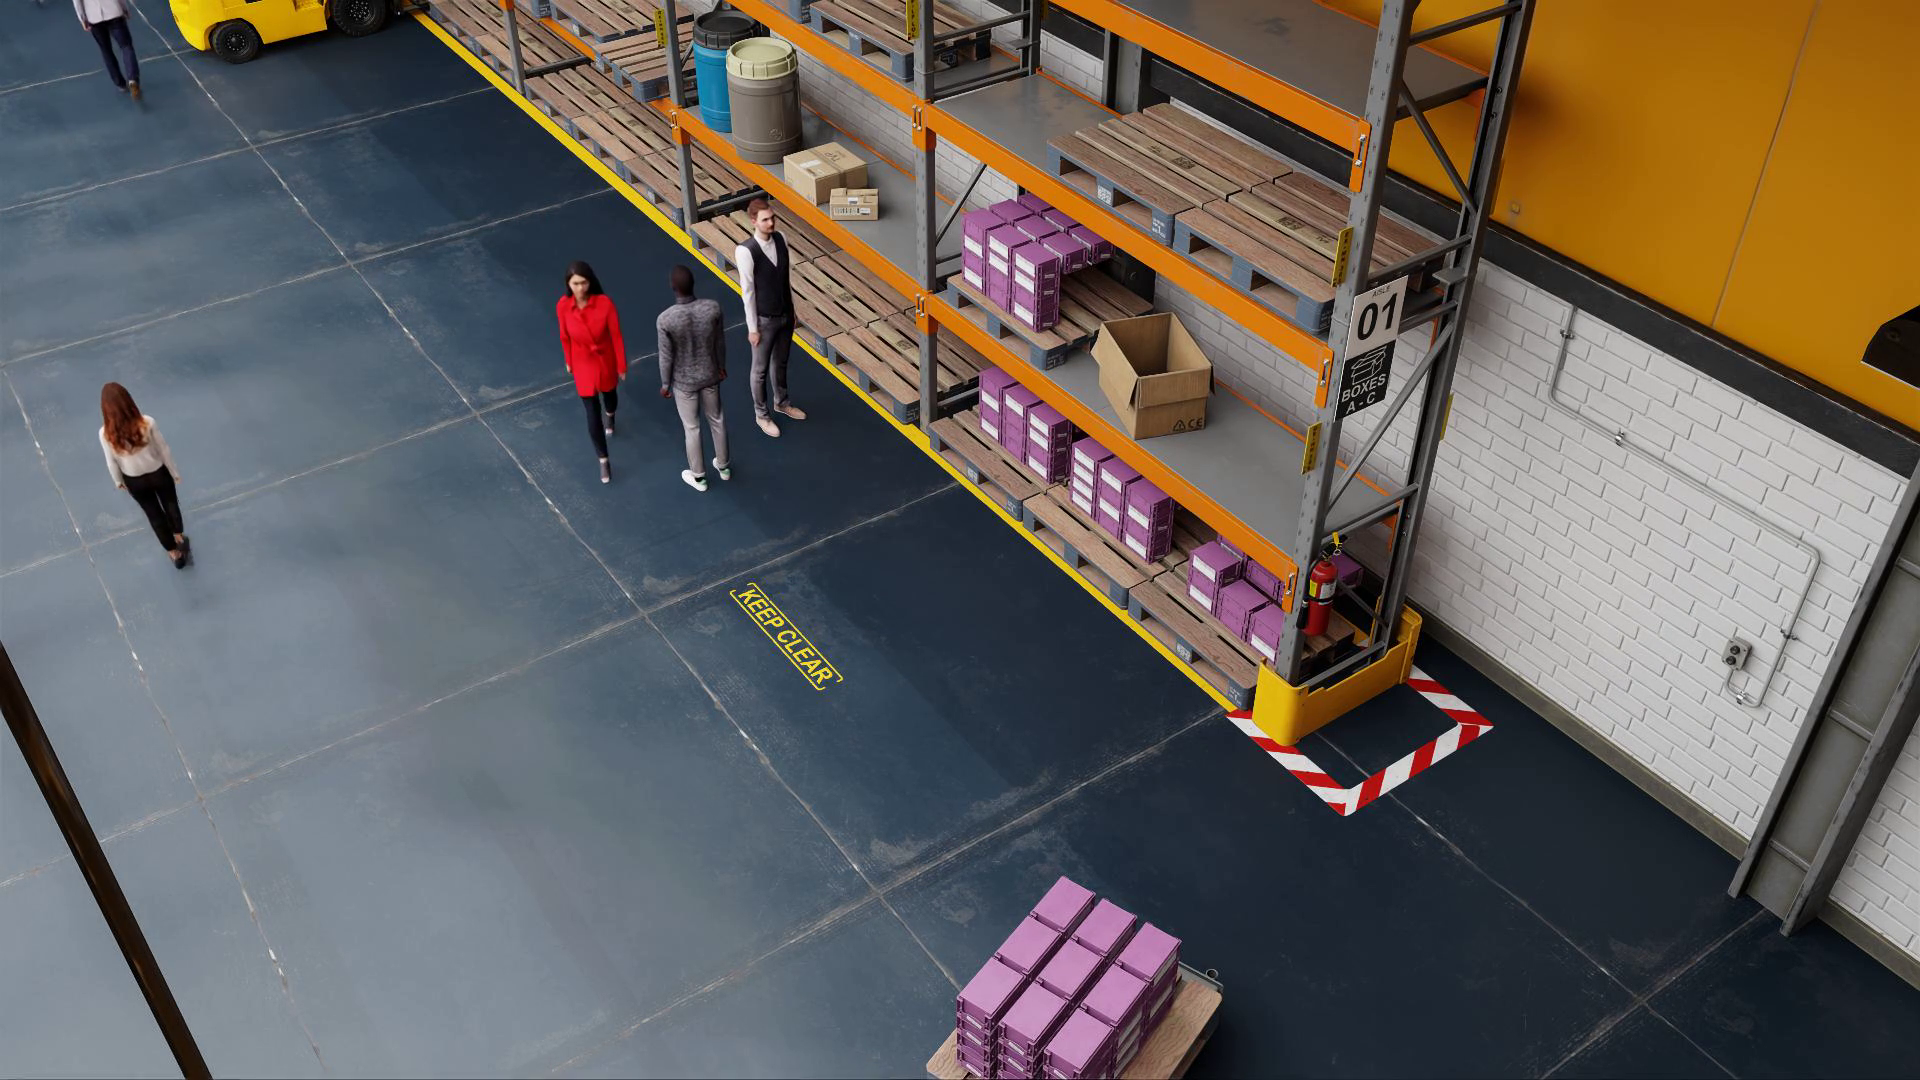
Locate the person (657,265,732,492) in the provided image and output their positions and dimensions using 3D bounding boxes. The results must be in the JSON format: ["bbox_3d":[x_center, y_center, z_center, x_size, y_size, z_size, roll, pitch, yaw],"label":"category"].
[{"bbox_3d":[-1.932,-1.186,12.186,0.683,1.839,0.534,-22,44,-25],"label":"person"}]

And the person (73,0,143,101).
[{"bbox_3d":[-9.091,-5.566,17.682,0.767,1.825,1.099,-18,42,-21],"label":"person"}]

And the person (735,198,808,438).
[{"bbox_3d":[-1.467,-1.743,12.803,0.656,1.939,0.719,27,46,30],"label":"person"}]

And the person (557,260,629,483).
[{"bbox_3d":[-2.735,-1.358,12.501,0.932,1.712,1.157,-5,39,-6],"label":"person"}]

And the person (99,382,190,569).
[{"bbox_3d":[-5.608,-0.399,11.490,0.599,1.476,0.596,-18,42,-21],"label":"person"}]
